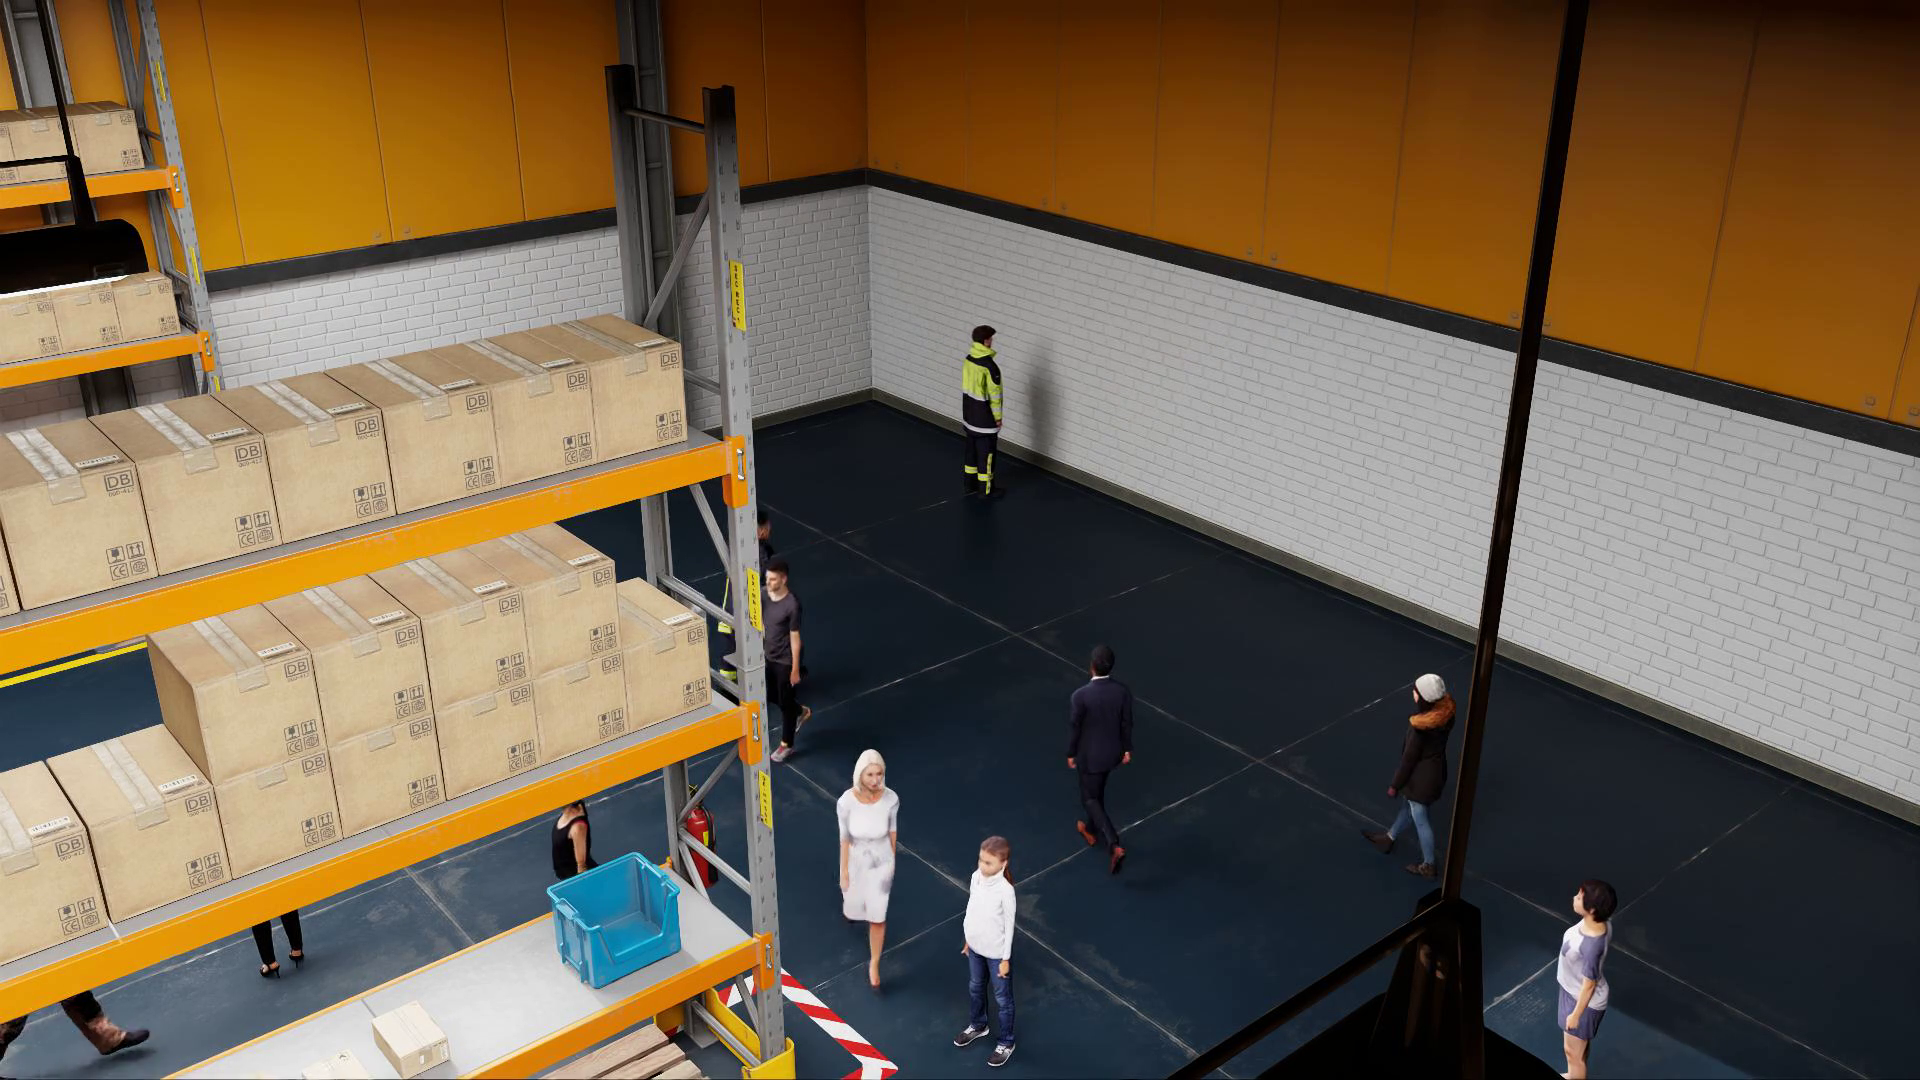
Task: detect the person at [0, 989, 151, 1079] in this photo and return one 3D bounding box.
[{"bbox_3d":[-5.654,2.514,9.850,1.321,1.789,0.995,-8,25,-18],"label":"person"}]

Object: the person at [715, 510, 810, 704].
[{"bbox_3d":[-1.855,0.625,14.149,0.884,1.805,1.201,17,29,34],"label":"person"}]

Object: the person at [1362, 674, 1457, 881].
[{"bbox_3d":[3.371,1.713,11.898,0.824,1.616,0.878,17,29,34],"label":"person"}]

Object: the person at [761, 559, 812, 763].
[{"bbox_3d":[-1.388,0.935,13.511,0.708,1.748,0.823,19,30,37],"label":"person"}]

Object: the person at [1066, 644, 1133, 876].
[{"bbox_3d":[1.034,1.609,12.039,1.067,1.694,0.916,-10,25,-21],"label":"person"}]

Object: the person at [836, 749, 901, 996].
[{"bbox_3d":[-0.630,2.096,10.882,0.974,1.728,0.895,-5,24,-11],"label":"person"}]

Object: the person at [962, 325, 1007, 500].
[{"bbox_3d":[0.247,-1.458,18.696,0.662,1.981,0.785,-15,28,-31],"label":"person"}]

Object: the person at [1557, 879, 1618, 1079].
[{"bbox_3d":[3.660,2.666,9.781,0.706,1.565,0.597,10,25,21],"label":"person"}]

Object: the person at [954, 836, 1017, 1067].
[{"bbox_3d":[0.198,2.483,10.208,0.554,1.558,0.560,20,30,38],"label":"person"}]
